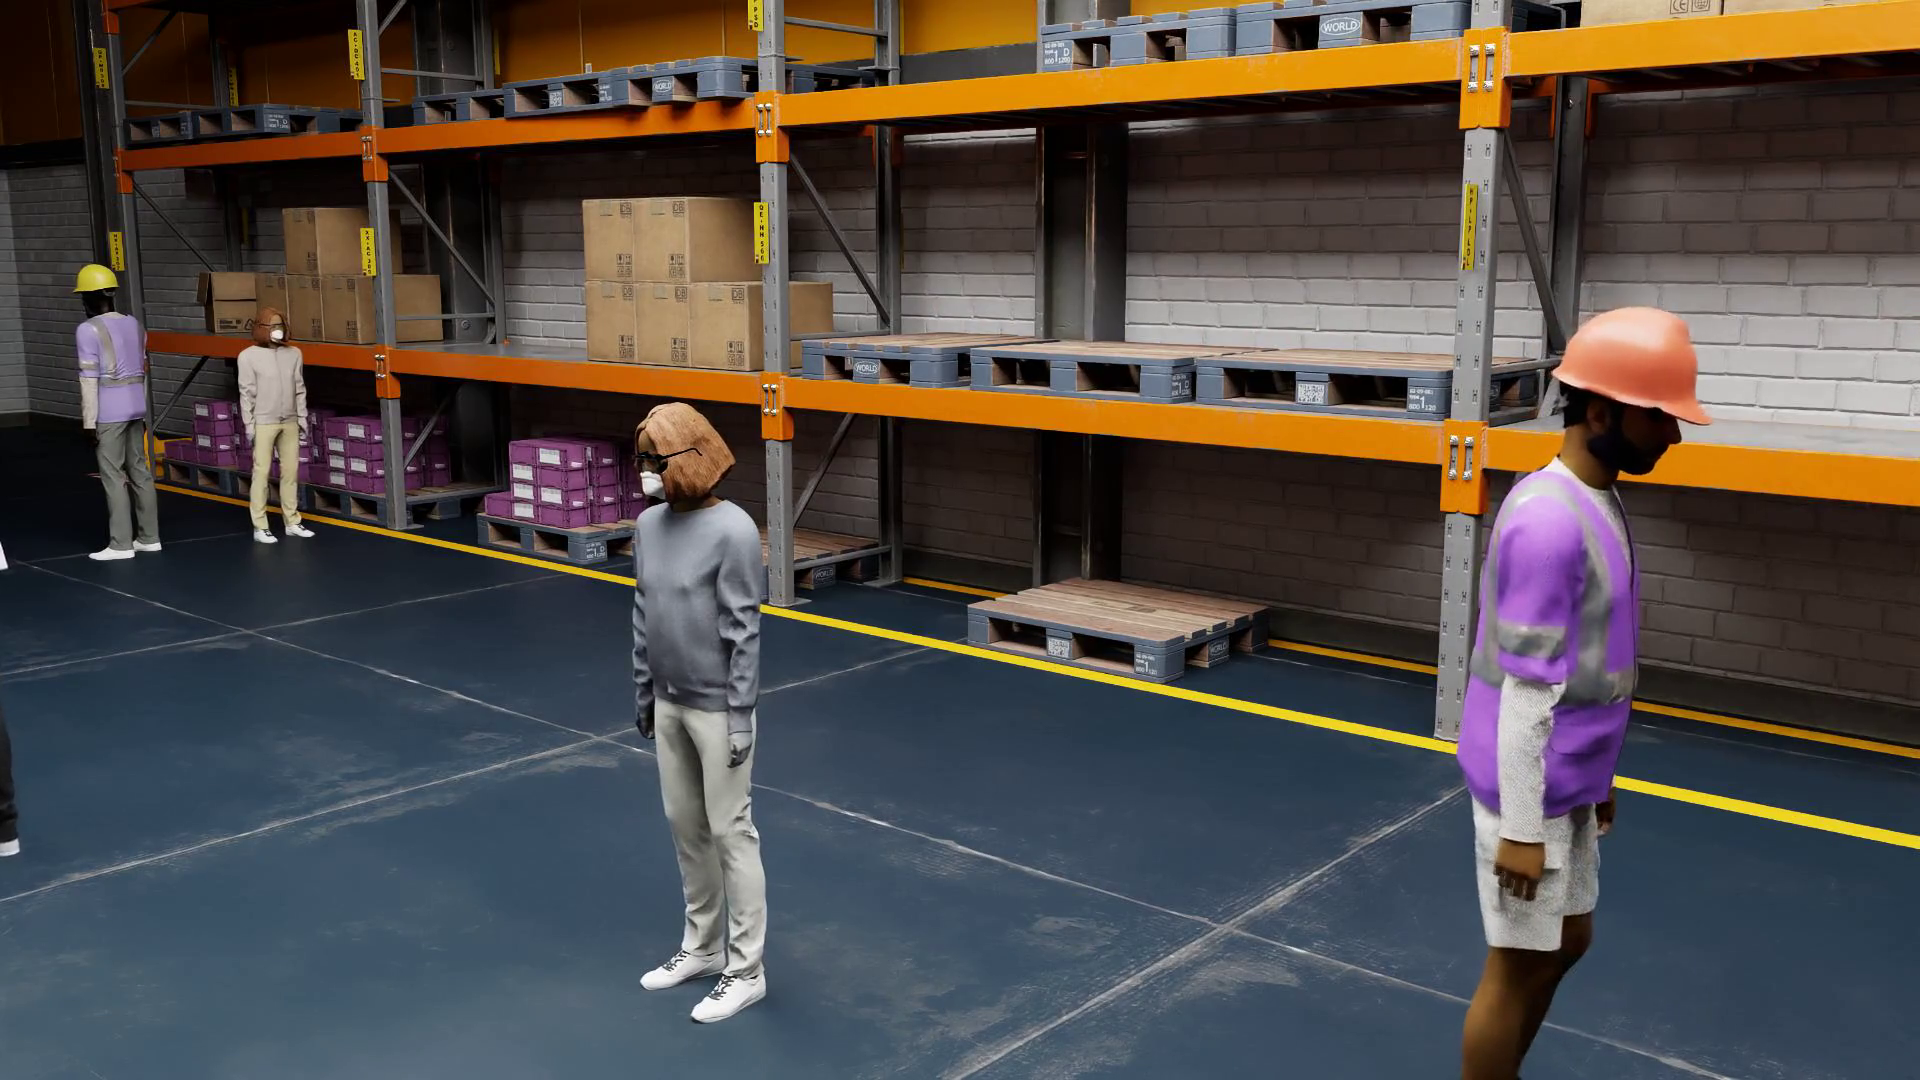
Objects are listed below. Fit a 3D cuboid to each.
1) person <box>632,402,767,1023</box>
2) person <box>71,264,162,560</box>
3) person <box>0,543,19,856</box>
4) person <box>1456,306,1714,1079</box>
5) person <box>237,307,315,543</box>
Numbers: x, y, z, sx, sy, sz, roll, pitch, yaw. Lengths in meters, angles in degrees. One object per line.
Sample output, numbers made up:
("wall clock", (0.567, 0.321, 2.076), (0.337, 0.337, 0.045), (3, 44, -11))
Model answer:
("person", (-0.712, 0.446, 4.433), (0.503, 1.623, 0.298), (9, 14, 43))
("person", (-5.524, -0.827, 10.845), (0.396, 1.918, 0.588), (2, 10, 10))
("person", (-3.294, 0.146, 5.347), (0.400, 1.907, 0.597), (0, 10, 1))
("person", (1.246, 0.487, 3.395), (0.433, 1.915, 0.553), (6, 12, 30))
("person", (-4.726, -0.793, 11.487), (0.284, 1.626, 0.495), (6, 12, 31))
